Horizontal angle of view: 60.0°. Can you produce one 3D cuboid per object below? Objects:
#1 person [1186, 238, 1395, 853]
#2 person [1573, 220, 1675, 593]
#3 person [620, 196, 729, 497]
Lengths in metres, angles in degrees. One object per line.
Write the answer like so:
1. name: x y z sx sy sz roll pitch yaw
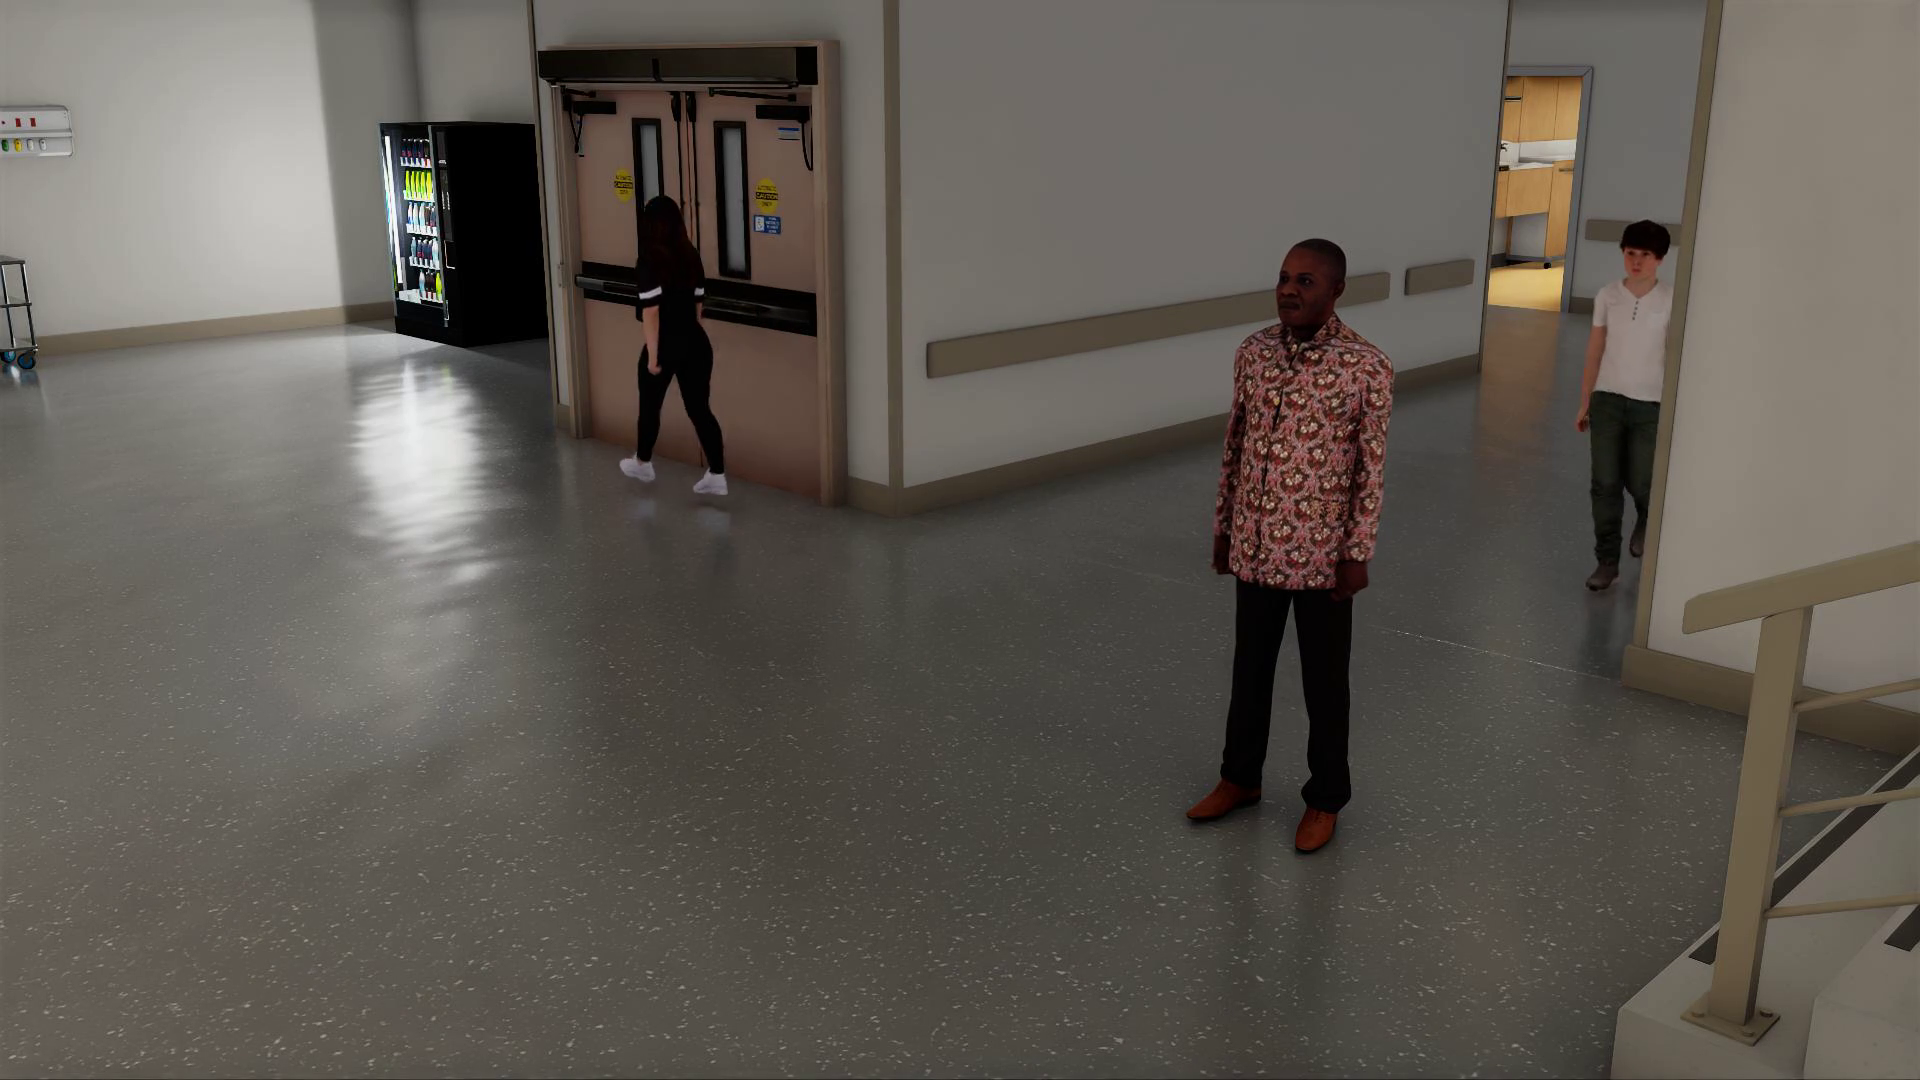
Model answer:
1. person: 1.008 0.005 4.982 0.568 1.808 0.764 12 20 36
2. person: 3.014 -0.596 7.432 0.850 1.637 0.716 12 20 36
3. person: -1.465 -0.985 8.907 1.102 1.584 0.602 14 21 41
